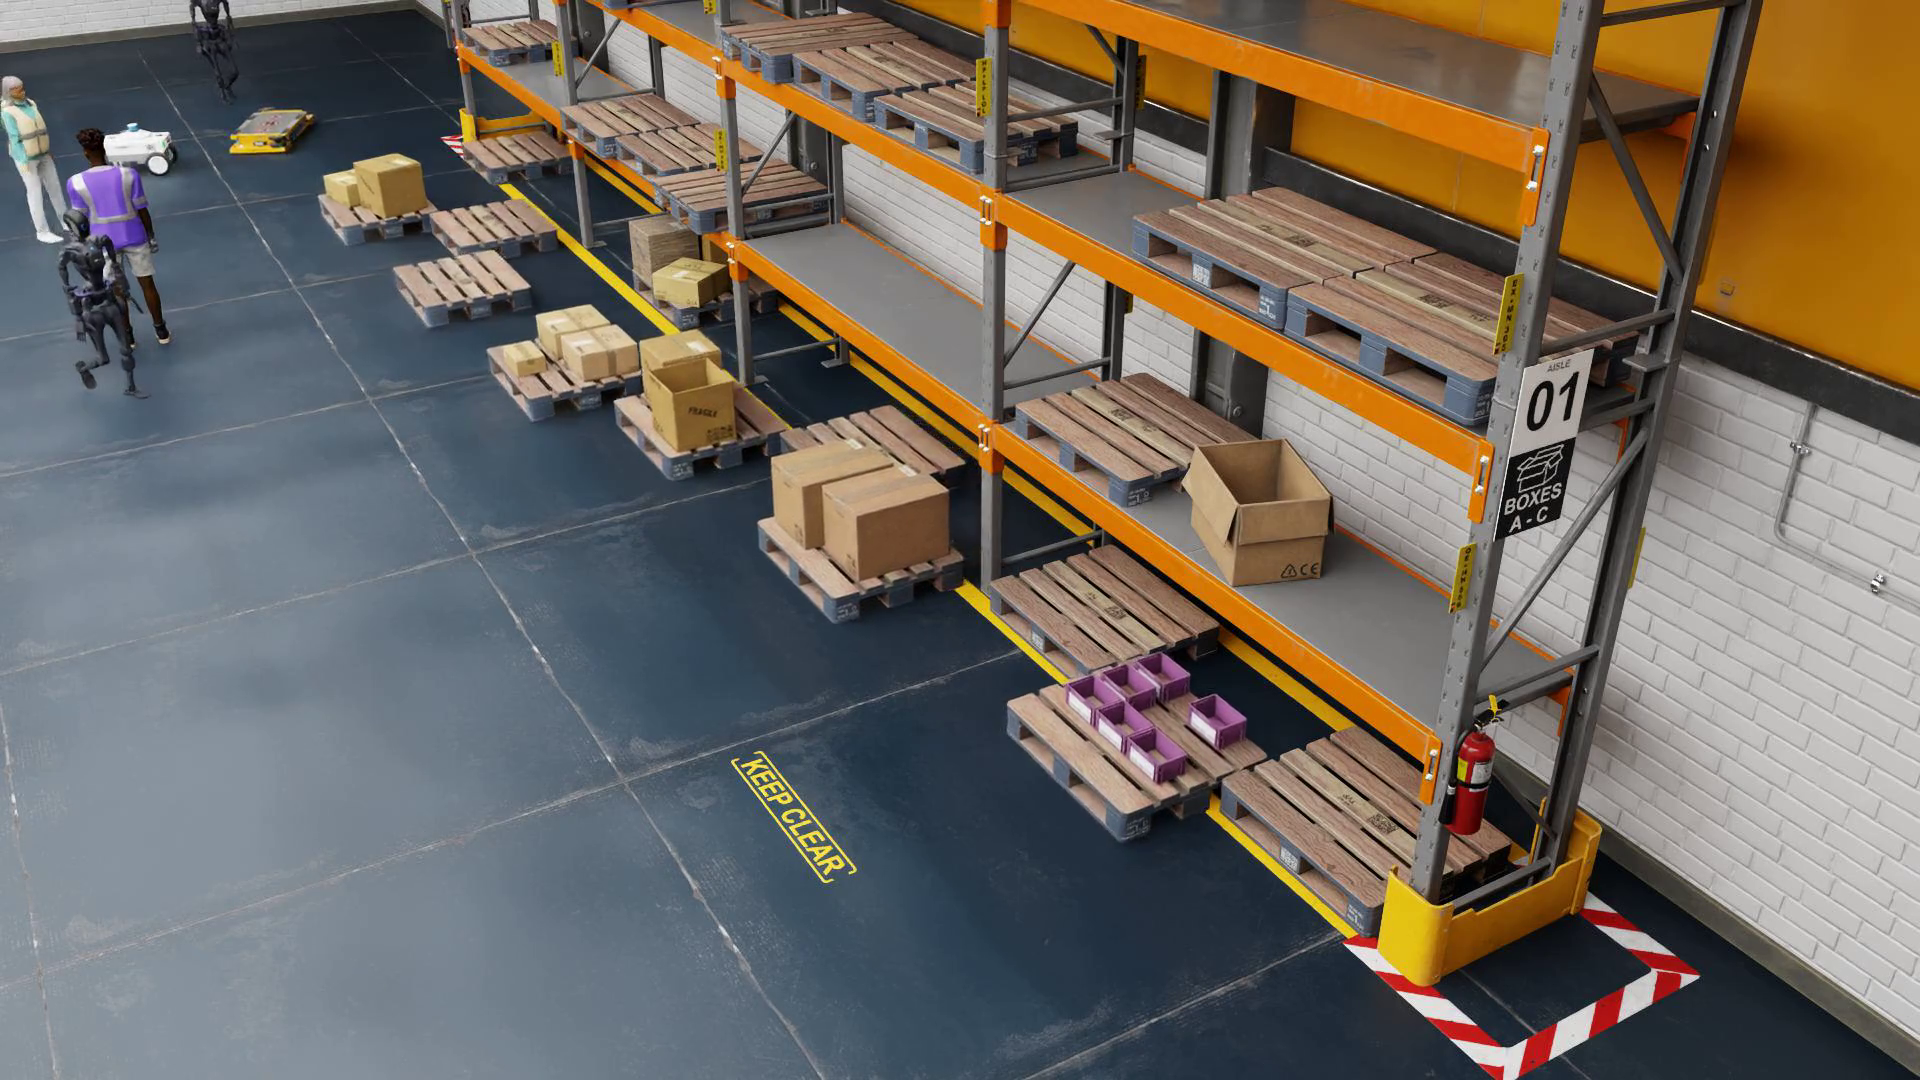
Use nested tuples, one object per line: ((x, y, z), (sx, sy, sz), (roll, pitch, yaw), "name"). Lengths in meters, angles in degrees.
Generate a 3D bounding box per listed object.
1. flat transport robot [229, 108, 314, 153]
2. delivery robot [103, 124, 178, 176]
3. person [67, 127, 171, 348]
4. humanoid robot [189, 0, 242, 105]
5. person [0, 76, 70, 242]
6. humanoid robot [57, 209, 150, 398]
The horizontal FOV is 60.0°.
((-8.507, -5.066, 20.575), (0.659, 0.231, 1.431), (-3, 30, -5), "flat transport robot")
((-9.539, -4.542, 19.352), (0.759, 0.587, 0.505), (-7, 30, -11), "delivery robot")
((-7.367, -2.631, 14.566), (0.602, 1.958, 0.377), (-14, 32, -23), "person")
((-9.756, -6.546, 21.757), (0.382, 1.643, 0.589), (22, 36, 33), "humanoid robot")
((-9.527, -3.923, 17.110), (0.398, 1.701, 0.513), (7, 30, 12), "person")
((-7.104, -1.950, 13.659), (0.576, 1.640, 0.600), (14, 32, 23), "humanoid robot")
